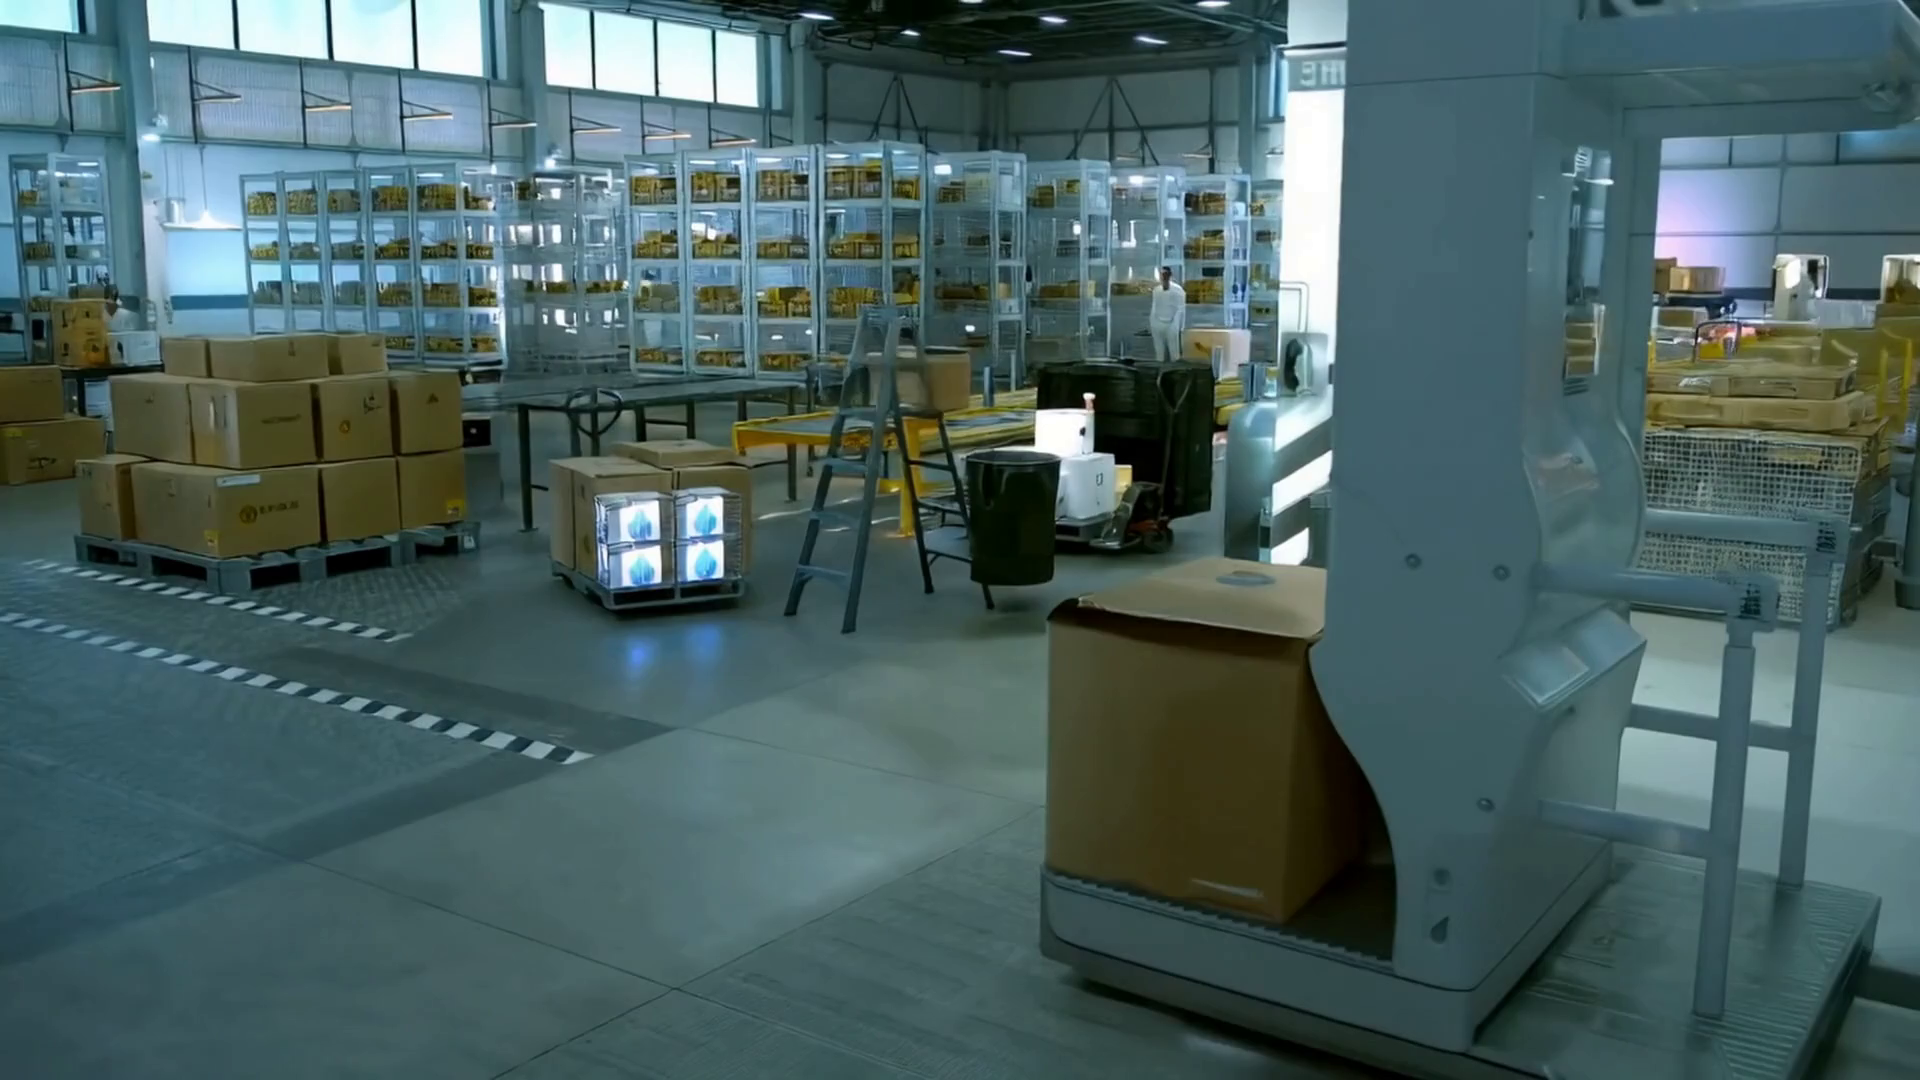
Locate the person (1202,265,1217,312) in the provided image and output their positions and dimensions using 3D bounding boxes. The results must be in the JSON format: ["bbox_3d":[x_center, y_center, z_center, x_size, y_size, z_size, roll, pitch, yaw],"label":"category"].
[{"bbox_3d":[7.304,-7.102,48.521,0.412,1.985,0.625,-9,13,-43],"label":"person"}]

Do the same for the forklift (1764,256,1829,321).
[{"bbox_3d":[20.253,-5.854,40.139,1.157,1.987,2.680,7,12,35],"label":"forklift"}]

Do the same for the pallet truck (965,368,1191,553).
[{"bbox_3d":[0.845,-0.609,11.869,1.630,1.274,0.653,7,12,35],"label":"pallet truck"}]

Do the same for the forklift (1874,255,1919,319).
[{"bbox_3d":[22.089,-5.634,38.796,1.157,1.987,2.680,6,11,33],"label":"forklift"}]

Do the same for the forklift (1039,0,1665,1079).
[{"bbox_3d":[1.249,-0.137,4.360,1.873,2.768,1.129,7,12,35],"label":"forklift"}]

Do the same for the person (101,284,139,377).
[{"bbox_3d":[-10.559,-2.322,20.785,0.566,1.737,0.381,0,10,2],"label":"person"}]

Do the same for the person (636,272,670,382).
[{"bbox_3d":[-5.149,-3.569,27.898,0.602,1.830,0.456,3,10,17],"label":"person"}]

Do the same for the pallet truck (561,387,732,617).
[{"bbox_3d":[-1.981,-0.274,10.088,0.680,1.201,1.601,-5,11,-28],"label":"pallet truck"}]

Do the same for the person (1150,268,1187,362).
[{"bbox_3d":[3.377,-3.493,27.238,0.640,1.910,0.407,7,12,35],"label":"person"}]

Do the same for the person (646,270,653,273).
[{"bbox_3d":[-7.773,-5.889,41.930,0.604,1.815,0.812,4,10,23],"label":"person"}]
